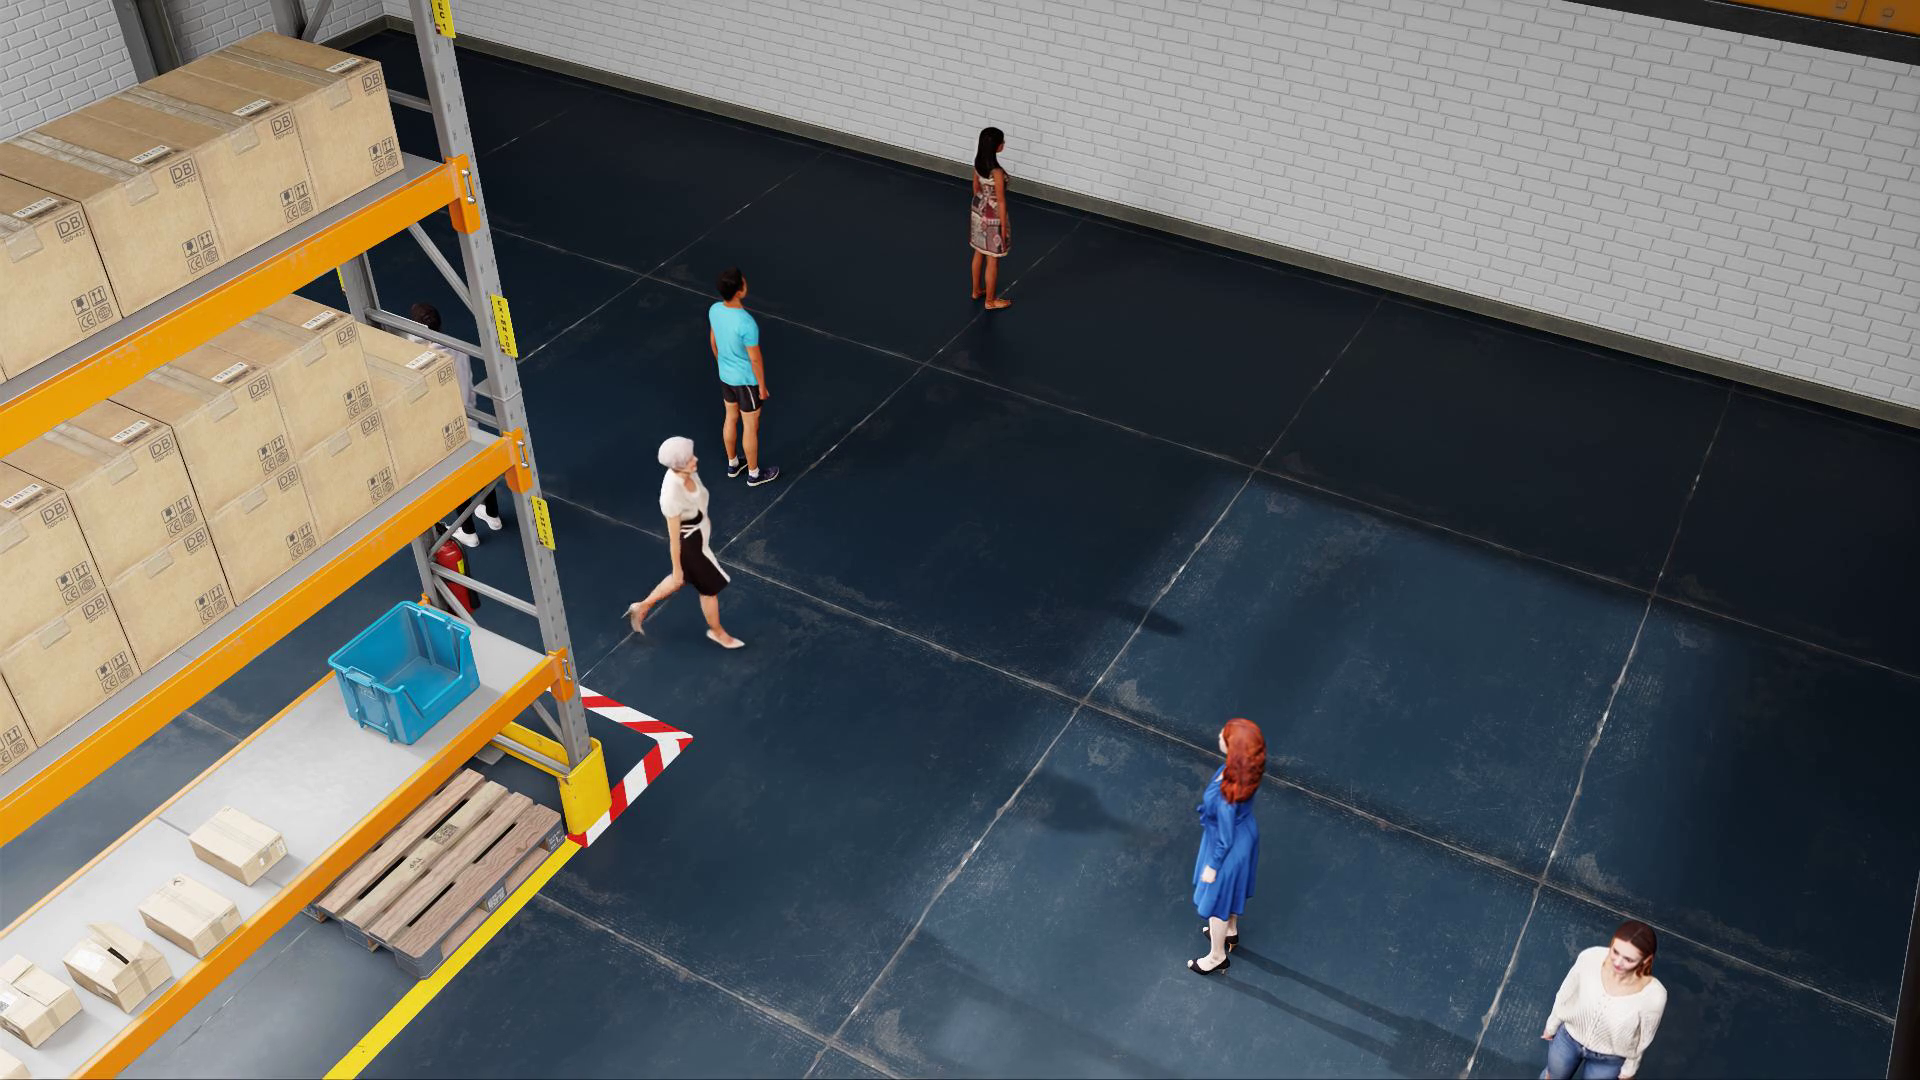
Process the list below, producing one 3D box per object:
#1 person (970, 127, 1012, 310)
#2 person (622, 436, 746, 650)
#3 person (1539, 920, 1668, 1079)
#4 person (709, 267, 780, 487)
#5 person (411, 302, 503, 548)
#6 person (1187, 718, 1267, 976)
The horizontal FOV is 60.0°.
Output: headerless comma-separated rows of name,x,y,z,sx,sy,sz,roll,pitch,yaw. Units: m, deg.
person,0.253,-2.805,14.425,0.716,1.644,0.726,-20,43,-23
person,-1.855,0.055,10.779,1.029,1.724,1.078,-1,39,-1
person,3.000,2.382,7.891,0.658,1.692,0.611,29,47,31
person,-1.639,-1.205,12.318,0.653,1.773,0.561,28,46,30
person,-3.571,-0.810,11.698,0.750,1.930,0.530,22,44,25
person,1.404,1.627,8.728,0.671,1.827,0.493,19,42,22
